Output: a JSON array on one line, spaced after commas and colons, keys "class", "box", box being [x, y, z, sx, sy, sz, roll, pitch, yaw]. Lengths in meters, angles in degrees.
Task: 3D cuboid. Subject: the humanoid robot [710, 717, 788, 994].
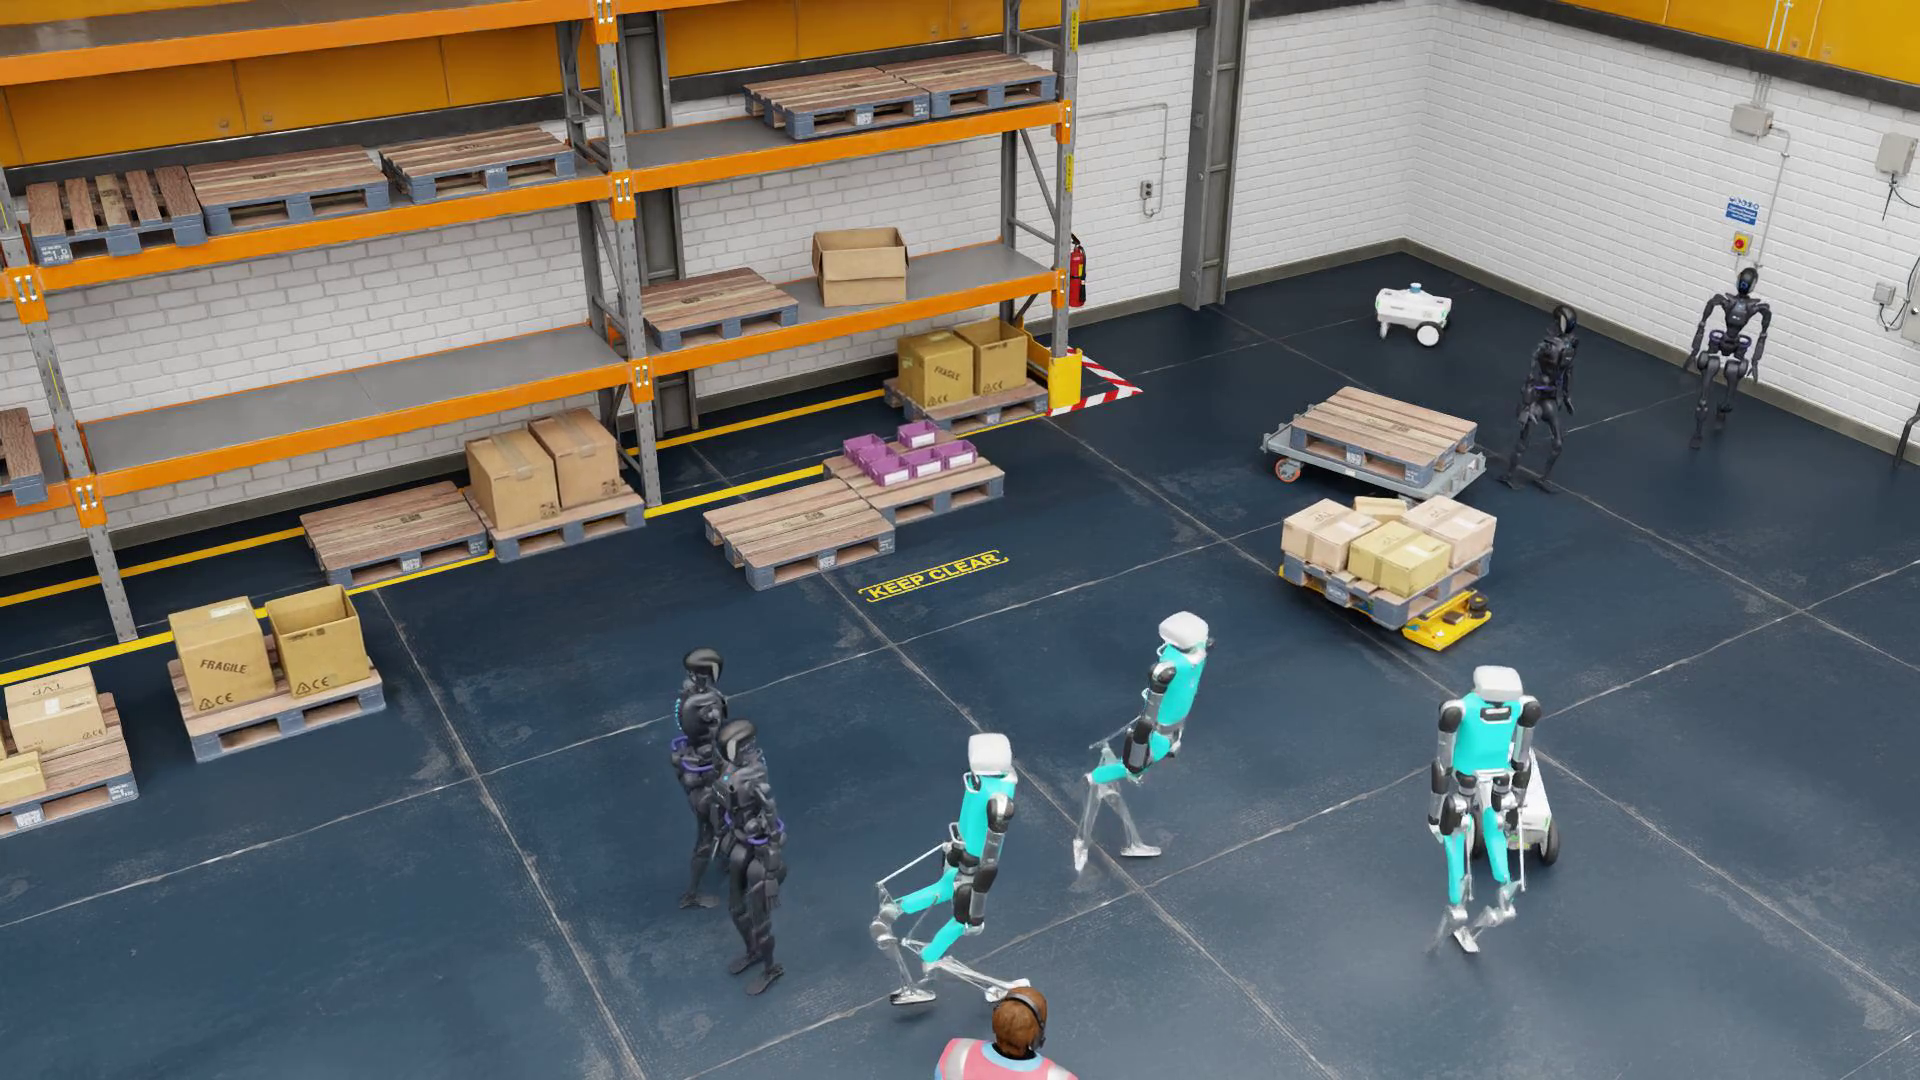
[{"class": "humanoid robot", "box": [-1.096, 1.620, 8.675, 0.315, 1.652, 0.603, -24, 37, -36]}]

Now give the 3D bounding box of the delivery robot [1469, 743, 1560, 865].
[{"class": "delivery robot", "box": [3.275, 1.567, 9.928, 0.524, 0.612, 0.784, 4, 30, 7]}]

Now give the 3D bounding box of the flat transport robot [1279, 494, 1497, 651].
[{"class": "flat transport robot", "box": [3.145, 0.356, 12.343, 0.659, 0.231, 1.431, -24, 37, -35]}]

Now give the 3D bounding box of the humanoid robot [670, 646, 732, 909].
[{"class": "humanoid robot", "box": [-1.400, 1.295, 9.265, 0.520, 1.647, 0.609, -15, 33, -24]}]

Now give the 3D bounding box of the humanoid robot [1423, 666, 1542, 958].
[{"class": "humanoid robot", "box": [2.763, 1.570, 8.749, 0.536, 1.837, 0.658, -2, 30, -4]}]

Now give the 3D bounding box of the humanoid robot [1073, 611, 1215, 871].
[{"class": "humanoid robot", "box": [0.932, 1.111, 9.507, 0.888, 1.761, 0.591, 21, 36, 33]}]

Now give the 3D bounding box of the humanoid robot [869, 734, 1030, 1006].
[{"class": "humanoid robot", "box": [-0.114, 1.749, 8.372, 0.971, 1.724, 0.532, -5, 30, -9]}]

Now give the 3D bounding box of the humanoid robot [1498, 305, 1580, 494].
[{"class": "humanoid robot", "box": [4.781, -1.143, 13.572, 0.601, 1.637, 0.544, -18, 34, -28]}]

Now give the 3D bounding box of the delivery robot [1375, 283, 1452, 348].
[{"class": "delivery robot", "box": [4.575, -2.271, 16.717, 0.780, 0.608, 0.521, 14, 32, 22]}]

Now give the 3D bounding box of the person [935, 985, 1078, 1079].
[{"class": "person", "box": [0.213, 2.565, 6.853, 0.628, 1.835, 0.431, 11, 31, 19]}]

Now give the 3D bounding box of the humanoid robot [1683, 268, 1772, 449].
[{"class": "humanoid robot", "box": [6.636, -1.626, 14.423, 0.612, 1.637, 0.561, 13, 32, 22]}]
